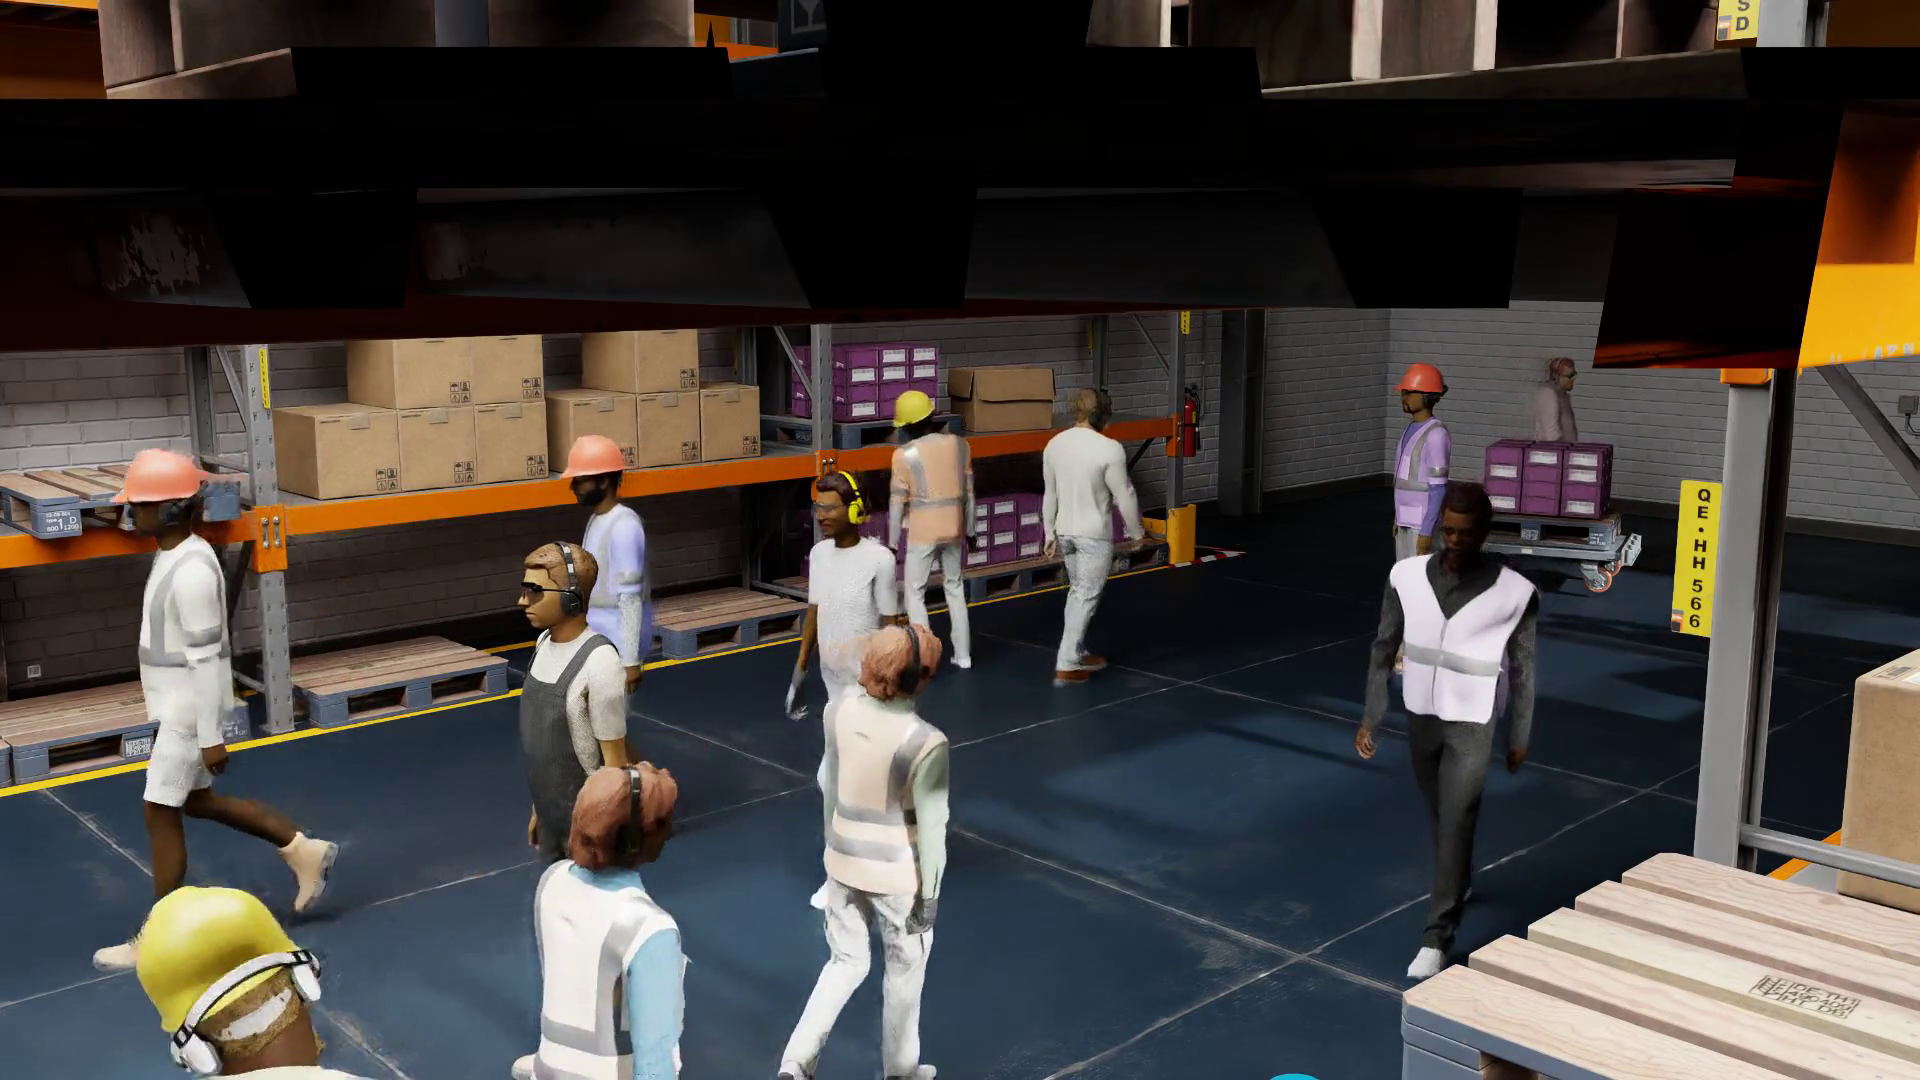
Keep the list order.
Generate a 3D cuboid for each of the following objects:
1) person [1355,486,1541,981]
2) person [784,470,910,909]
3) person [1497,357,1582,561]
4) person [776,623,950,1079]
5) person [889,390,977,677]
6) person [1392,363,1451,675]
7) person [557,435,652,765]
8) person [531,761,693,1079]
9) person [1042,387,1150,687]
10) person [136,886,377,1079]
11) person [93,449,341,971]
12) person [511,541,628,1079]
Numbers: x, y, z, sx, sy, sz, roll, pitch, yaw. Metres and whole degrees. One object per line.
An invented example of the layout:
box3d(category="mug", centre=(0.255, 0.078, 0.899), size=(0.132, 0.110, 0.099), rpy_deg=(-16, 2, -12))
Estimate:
box3d(category="person", centre=(1.934, 0.702, 6.559), size=(0.608, 1.868, 1.020), rpy_deg=(7, 12, 36))
box3d(category="person", centre=(-0.532, 0.625, 7.032), size=(0.652, 1.844, 0.536), rpy_deg=(-8, 13, -40))
box3d(category="person", centre=(5.249, -0.719, 14.930), size=(0.988, 1.855, 0.665), rpy_deg=(4, 11, 24))
box3d(category="person", centre=(-0.293, 1.058, 5.174), size=(0.528, 1.613, 0.651), rpy_deg=(7, 12, 35))
box3d(category="person", centre=(-0.142, -0.035, 10.826), size=(0.667, 1.882, 0.422), rpy_deg=(-6, 11, -31))
box3d(category="person", centre=(2.989, -0.138, 10.929), size=(0.365, 2.048, 0.608), rpy_deg=(-1, 10, -5))
box3d(category="person", centre=(-1.646, 0.477, 7.679), size=(0.433, 1.927, 0.594), rpy_deg=(-5, 11, -26))
box3d(category="person", centre=(-0.741, 1.283, 3.846), size=(0.538, 1.611, 0.671), rpy_deg=(8, 13, 40))
box3d(category="person", centre=(0.812, -0.016, 10.611), size=(0.656, 1.908, 0.641), rpy_deg=(-8, 13, -40))
box3d(category="person", centre=(-1.009, 1.421, 2.615), size=(0.621, 1.798, 0.405), rpy_deg=(2, 10, 14))
box3d(category="person", centre=(-2.942, 0.638, 6.489), size=(0.858, 2.022, 0.618), rpy_deg=(-5, 11, -25))
box3d(category="person", centre=(-1.250, 0.913, 5.367), size=(0.345, 1.847, 0.504), rpy_deg=(-8, 13, -39))
